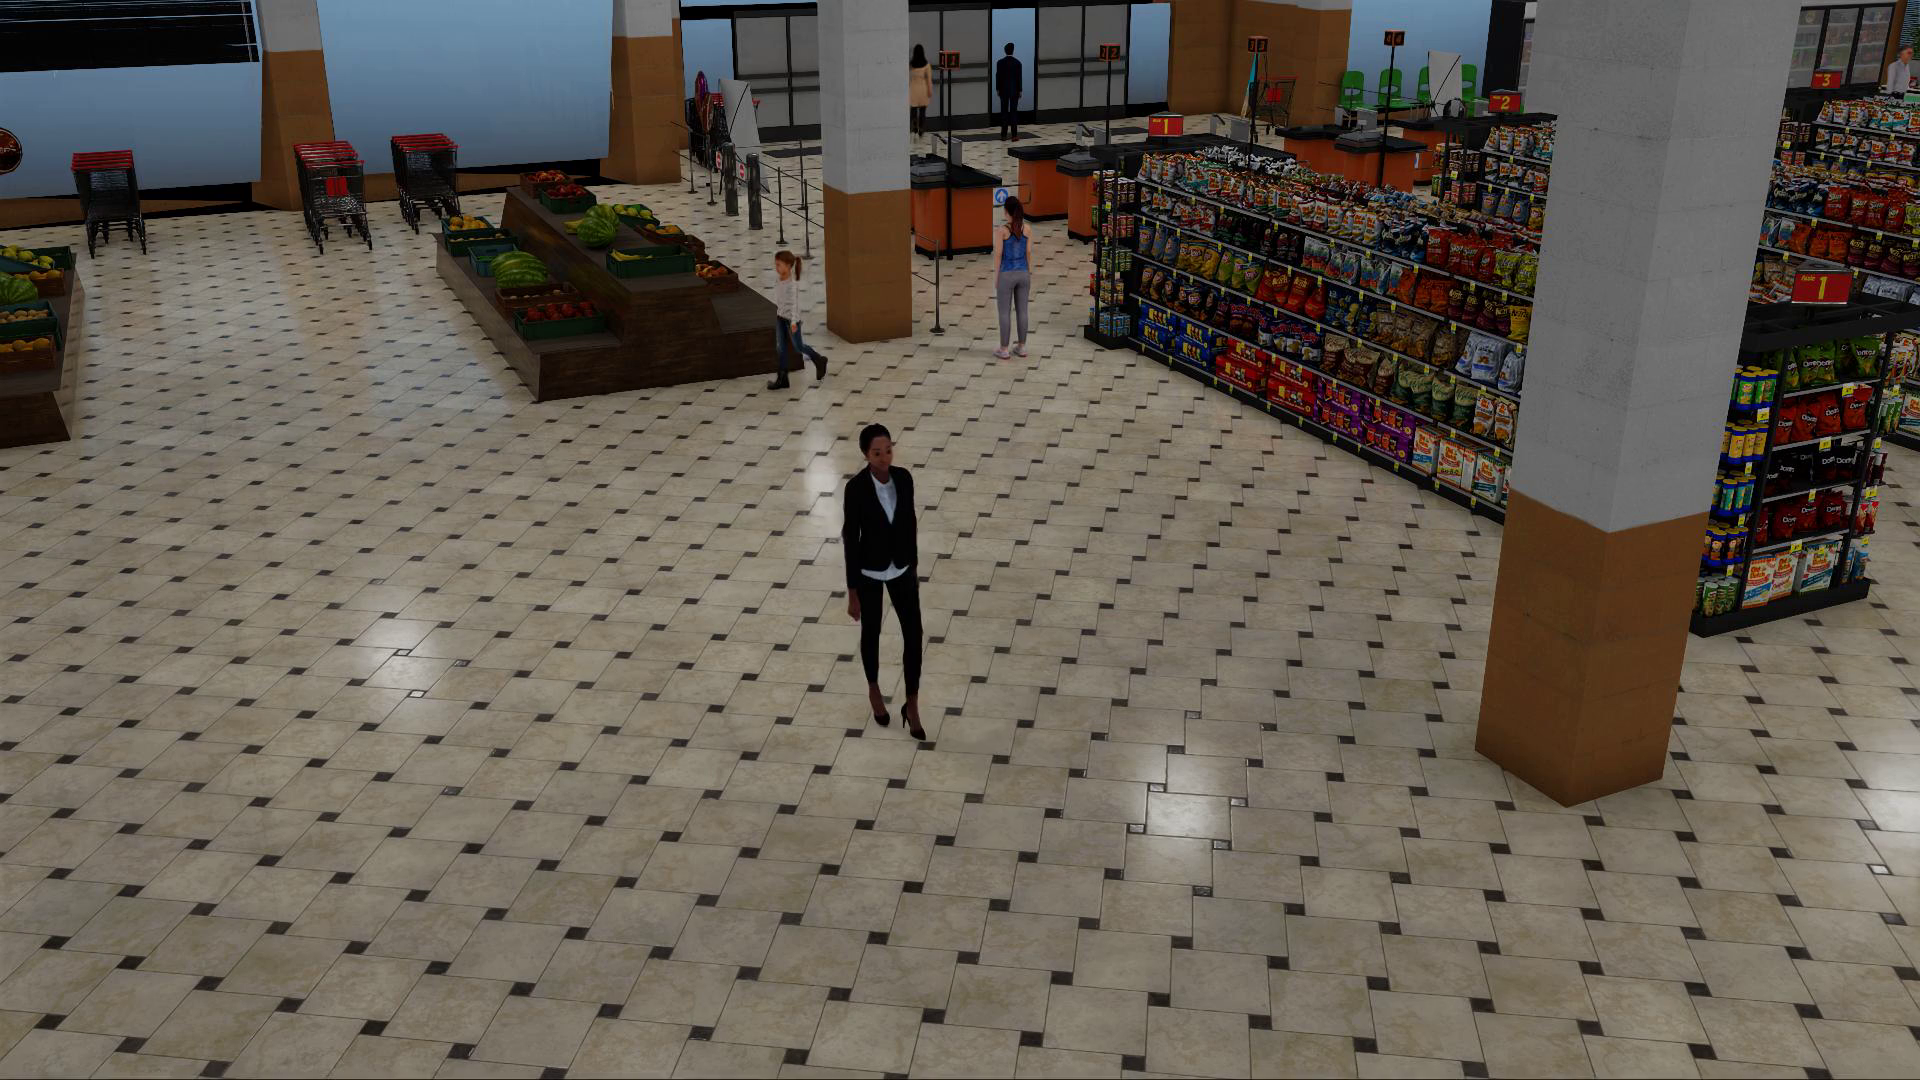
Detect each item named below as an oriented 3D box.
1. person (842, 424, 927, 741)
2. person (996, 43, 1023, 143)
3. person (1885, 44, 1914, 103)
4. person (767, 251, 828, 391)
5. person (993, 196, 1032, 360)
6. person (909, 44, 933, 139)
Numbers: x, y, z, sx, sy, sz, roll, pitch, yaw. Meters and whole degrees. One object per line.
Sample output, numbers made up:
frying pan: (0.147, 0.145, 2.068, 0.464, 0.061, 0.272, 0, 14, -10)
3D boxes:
person: (-0.467, 0.206, 9.283, 0.649, 1.820, 0.728, -10, 24, -24)
person: (0.884, -8.105, 30.093, 0.703, 1.725, 0.732, 5, 22, 11)
person: (16.313, -7.734, 29.048, 0.663, 1.817, 0.588, -12, 25, -28)
person: (-1.537, -2.063, 15.637, 0.640, 1.294, 0.859, -16, 27, -34)
person: (0.533, -2.624, 16.609, 0.550, 1.608, 0.528, -9, 23, -21)
person: (-0.751, -8.126, 30.227, 0.895, 1.665, 1.018, 2, 22, 5)
